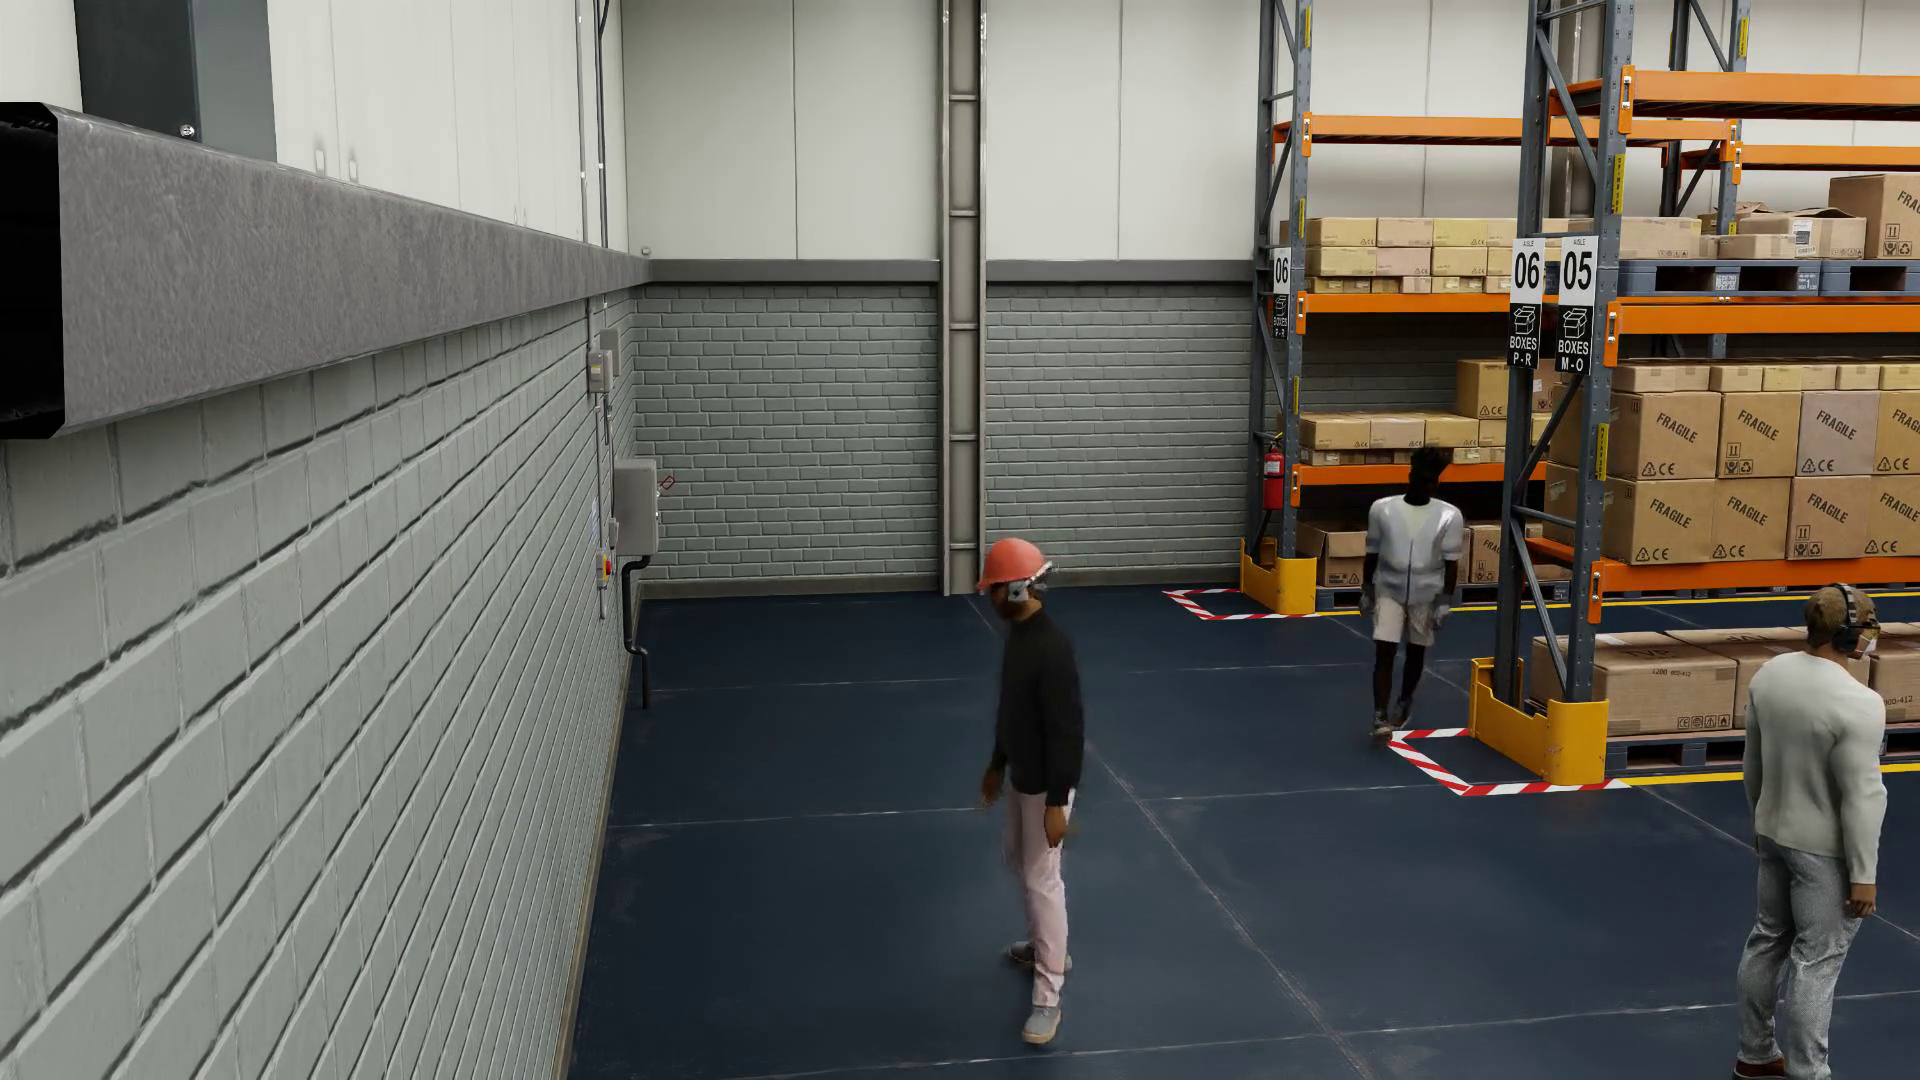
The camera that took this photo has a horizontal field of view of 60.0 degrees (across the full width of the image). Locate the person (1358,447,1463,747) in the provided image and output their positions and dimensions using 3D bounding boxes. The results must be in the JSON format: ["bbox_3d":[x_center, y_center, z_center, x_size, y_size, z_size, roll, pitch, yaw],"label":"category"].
[{"bbox_3d":[2.860,0.363,10.643,0.638,1.910,0.985,3,10,17],"label":"person"}]

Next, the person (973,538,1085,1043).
[{"bbox_3d":[0.291,0.972,6.786,0.442,1.967,0.887,-1,9,-8],"label":"person"}]

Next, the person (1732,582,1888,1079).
[{"bbox_3d":[3.068,1.106,5.989,0.354,1.938,0.635,-1,9,-9],"label":"person"}]
